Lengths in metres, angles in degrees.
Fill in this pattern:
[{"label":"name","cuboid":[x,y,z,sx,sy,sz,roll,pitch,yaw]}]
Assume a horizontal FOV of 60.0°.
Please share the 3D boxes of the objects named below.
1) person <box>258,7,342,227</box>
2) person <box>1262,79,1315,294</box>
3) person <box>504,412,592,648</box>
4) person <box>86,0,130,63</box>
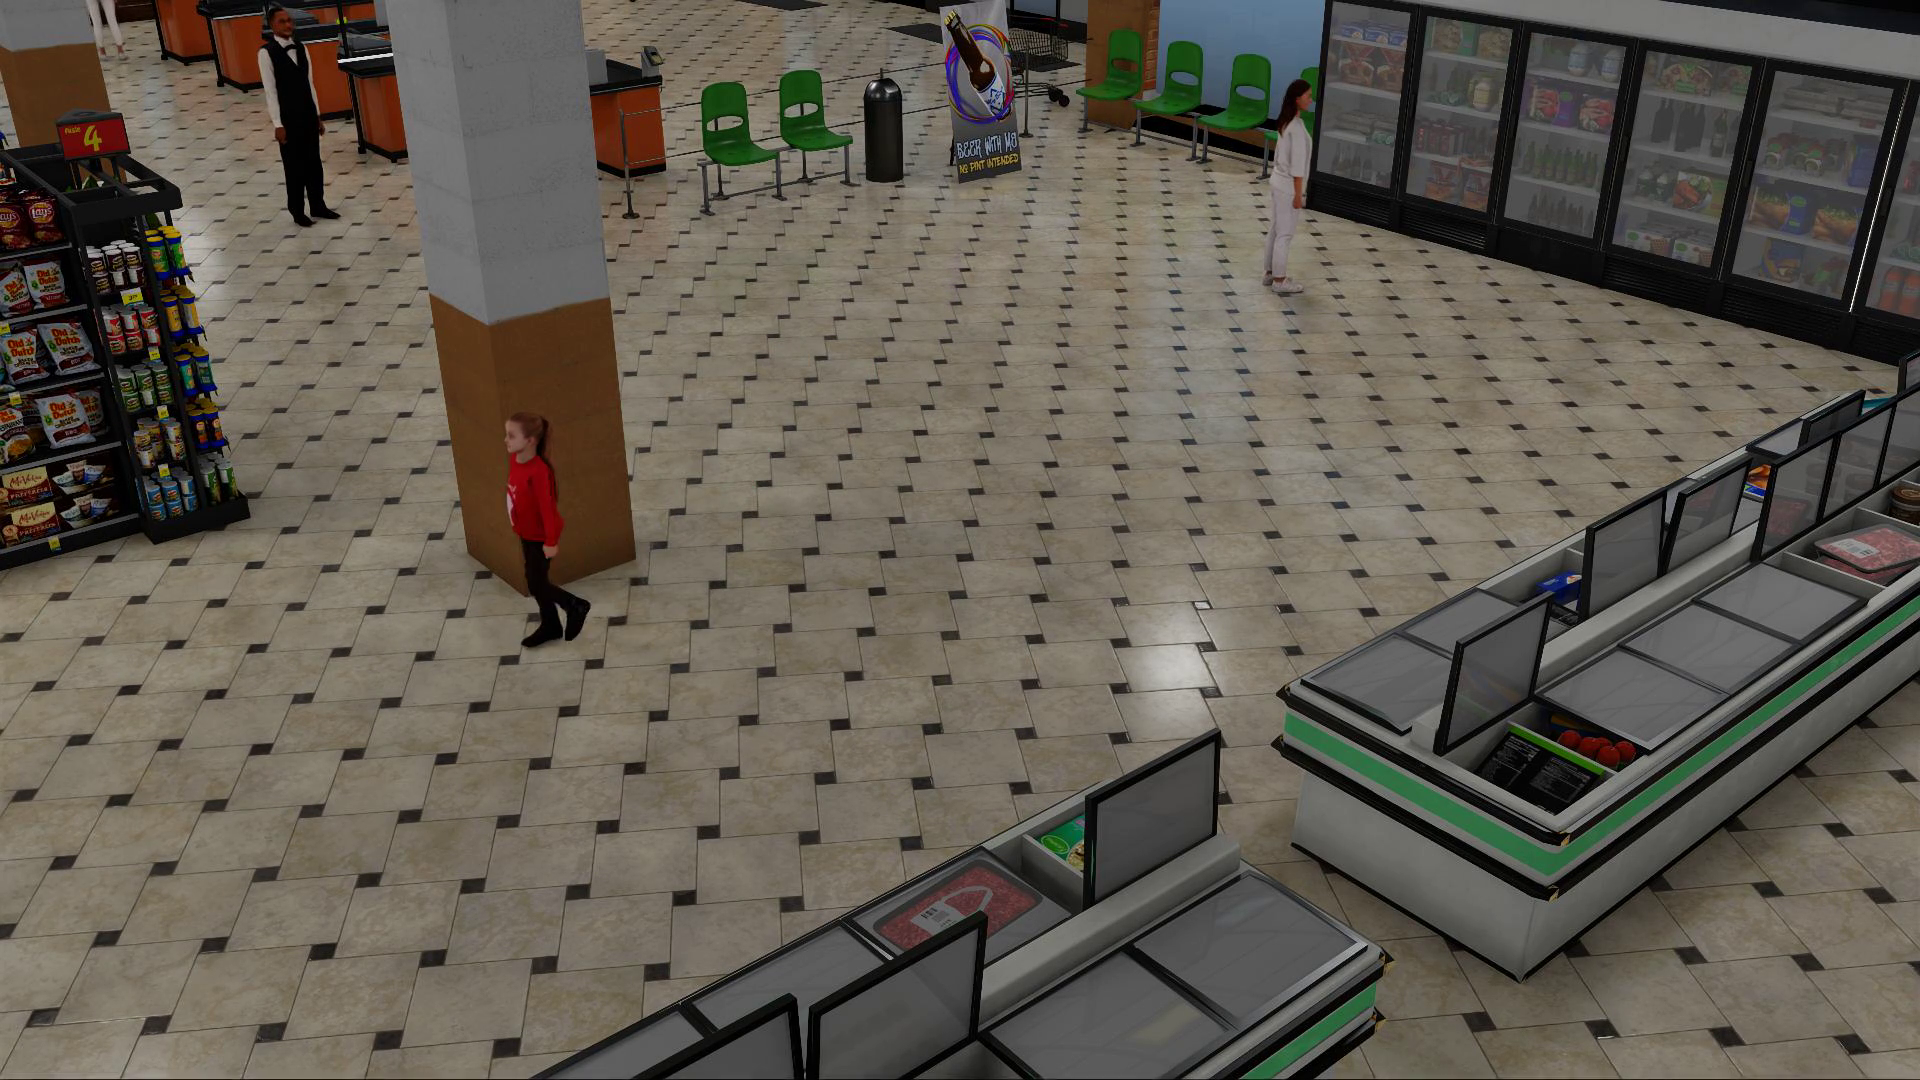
[{"label":"person","cuboid":[-6.052,-3.856,15.135,0.820,1.919,0.651,15,30,27]},{"label":"person","cuboid":[2.645,-2.853,13.413,0.701,1.688,0.683,-4,27,-8]},{"label":"person","cuboid":[-2.069,-0.051,8.344,0.565,1.274,0.489,-21,34,-35]},{"label":"person","cuboid":[-11.409,-7.215,22.001,0.532,1.700,0.724,-12,29,-23]}]
